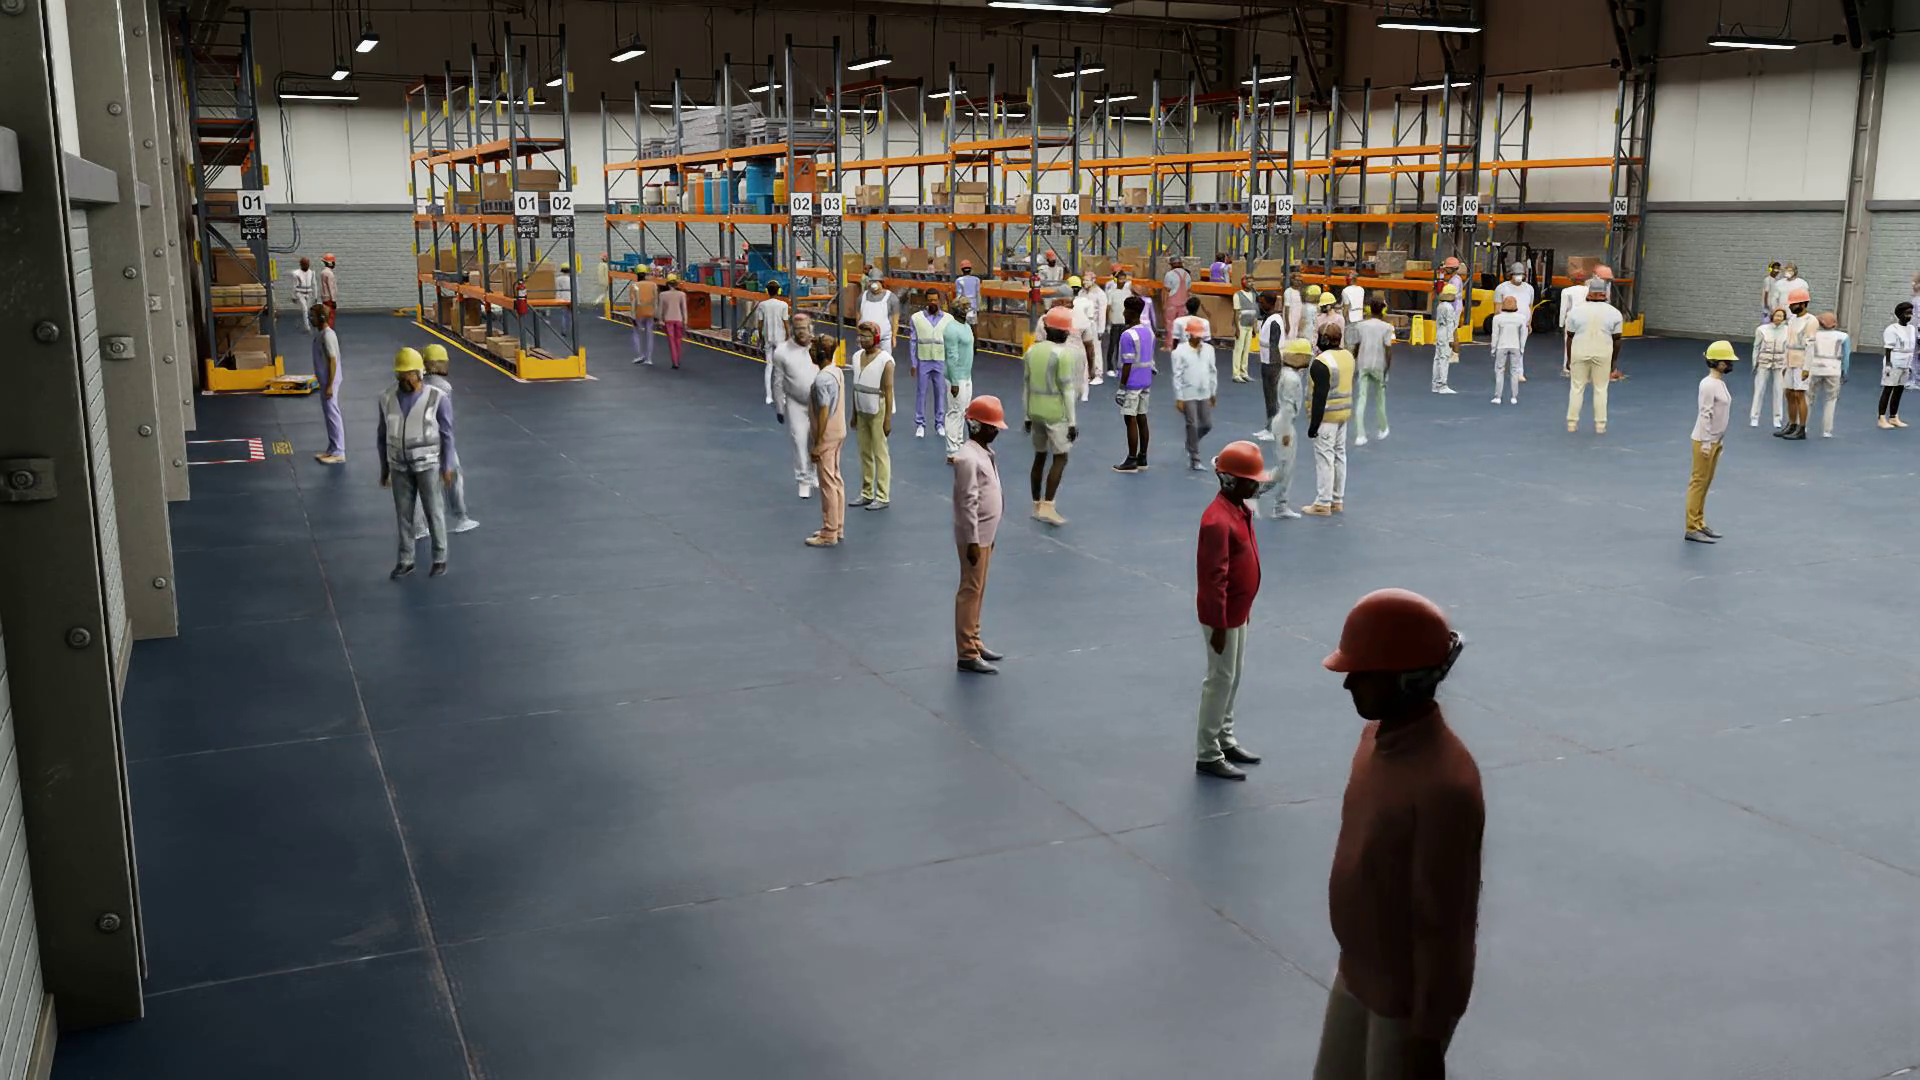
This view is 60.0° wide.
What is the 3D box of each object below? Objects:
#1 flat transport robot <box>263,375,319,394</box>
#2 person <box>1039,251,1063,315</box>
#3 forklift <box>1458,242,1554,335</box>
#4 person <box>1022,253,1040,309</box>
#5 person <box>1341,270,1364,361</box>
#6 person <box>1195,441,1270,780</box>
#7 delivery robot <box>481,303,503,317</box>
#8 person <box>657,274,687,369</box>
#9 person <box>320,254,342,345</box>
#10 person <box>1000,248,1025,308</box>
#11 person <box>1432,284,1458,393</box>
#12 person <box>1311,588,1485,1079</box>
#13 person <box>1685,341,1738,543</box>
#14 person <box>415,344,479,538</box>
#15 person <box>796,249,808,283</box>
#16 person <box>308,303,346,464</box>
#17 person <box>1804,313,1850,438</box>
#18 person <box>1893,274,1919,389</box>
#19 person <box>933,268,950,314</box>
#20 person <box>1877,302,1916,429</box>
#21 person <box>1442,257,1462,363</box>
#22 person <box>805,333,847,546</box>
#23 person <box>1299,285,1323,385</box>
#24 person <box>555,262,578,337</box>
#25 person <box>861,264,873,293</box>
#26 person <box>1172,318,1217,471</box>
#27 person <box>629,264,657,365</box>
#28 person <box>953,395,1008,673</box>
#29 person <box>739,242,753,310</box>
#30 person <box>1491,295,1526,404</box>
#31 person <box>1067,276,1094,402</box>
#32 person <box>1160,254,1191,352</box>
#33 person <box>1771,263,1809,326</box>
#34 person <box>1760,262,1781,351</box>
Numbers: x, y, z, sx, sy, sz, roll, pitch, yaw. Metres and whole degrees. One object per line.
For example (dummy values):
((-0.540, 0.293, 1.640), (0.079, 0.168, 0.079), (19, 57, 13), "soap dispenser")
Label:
((-10.750, -2.521, 26.853), (0.652, 0.197, 1.431), (-2, 11, -10), "flat transport robot")
((2.120, -5.587, 37.994), (0.639, 2.012, 0.825), (-3, 12, -17), "person")
((13.047, -6.049, 39.881), (2.313, 2.155, 1.214), (-5, 12, -23), "forklift")
((2.084, -7.636, 48.747), (0.574, 1.881, 0.358), (4, 12, 21), "person")
((7.057, -3.922, 29.957), (0.570, 1.843, 0.373), (-10, 15, -42), "person")
((1.391, 0.352, 8.510), (0.348, 1.740, 0.575), (4, 12, 20), "person")
((-12.593, -6.199, 44.583), (0.707, 0.478, 0.477), (2, 11, 12), "delivery robot")
((-5.393, -4.085, 31.057), (0.535, 1.732, 0.817), (-6, 12, -26), "person")
((-13.780, -5.264, 36.435), (0.409, 1.986, 0.618), (-8, 13, -34), "person")
((1.624, -7.951, 50.485), (0.865, 1.826, 0.532), (1, 11, 6), "person")
((7.808, -3.226, 26.697), (0.307, 1.738, 0.485), (-1, 11, -7), "person")
((1.142, 1.086, 4.176), (0.540, 1.980, 0.637), (-1, 11, -5), "person")
((6.612, -0.866, 14.630), (0.315, 1.770, 0.524), (8, 14, 35), "person")
((-4.685, -0.893, 14.918), (0.495, 1.705, 0.770), (4, 12, 21), "person")
((-5.072, -8.282, 52.389), (0.573, 1.739, 0.349), (-2, 11, -12), "person")
((-7.312, -1.803, 19.191), (0.336, 1.845, 0.513), (-6, 13, -28), "person")
((11.188, -2.129, 21.485), (0.533, 1.611, 0.498), (9, 14, 38), "person")
((15.552, -3.398, 27.203), (0.582, 1.890, 0.655), (9, 14, 39), "person")
((-0.328, -6.088, 40.892), (0.647, 1.881, 0.813), (-5, 12, -23), "person")
((12.549, -2.328, 22.240), (0.541, 1.695, 0.315), (-6, 12, -27), "person")
((9.458, -4.421, 32.035), (0.419, 2.034, 0.605), (2, 11, 12), "person")
((-1.167, -0.865, 14.426), (0.345, 1.846, 0.507), (2, 11, 11), "person")
((5.656, -3.280, 26.990), (0.487, 1.725, 0.497), (2, 11, 11), "person")
((-9.159, -5.600, 38.797), (0.534, 1.733, 0.865), (-5, 12, -23), "person")
((-2.252, -5.901, 40.556), (0.285, 1.634, 0.499), (5, 12, 22), "person")
((2.622, -1.638, 18.682), (0.596, 1.716, 0.549), (-5, 12, -24), "person")
((-6.059, -4.296, 31.712), (0.597, 1.904, 0.673), (-7, 13, -31), "person")
((0.133, -0.044, 10.513), (0.339, 1.741, 0.563), (2, 11, 9), "person")
((-6.303, -7.850, 49.471), (0.612, 2.030, 0.410), (3, 12, 15), "person")
((8.293, -2.877, 25.184), (0.500, 1.636, 0.280), (1, 11, 7), "person")
((1.742, -3.068, 25.448), (0.592, 1.917, 0.396), (0, 11, 0), "person")
((4.463, -4.955, 34.713), (0.686, 2.000, 0.535), (-8, 14, -37), "person")
((15.557, -4.221, 31.244), (0.353, 1.937, 0.635), (-9, 14, -37), "person")
((16.777, -4.816, 34.457), (0.333, 1.866, 0.515), (9, 14, 39), "person")
